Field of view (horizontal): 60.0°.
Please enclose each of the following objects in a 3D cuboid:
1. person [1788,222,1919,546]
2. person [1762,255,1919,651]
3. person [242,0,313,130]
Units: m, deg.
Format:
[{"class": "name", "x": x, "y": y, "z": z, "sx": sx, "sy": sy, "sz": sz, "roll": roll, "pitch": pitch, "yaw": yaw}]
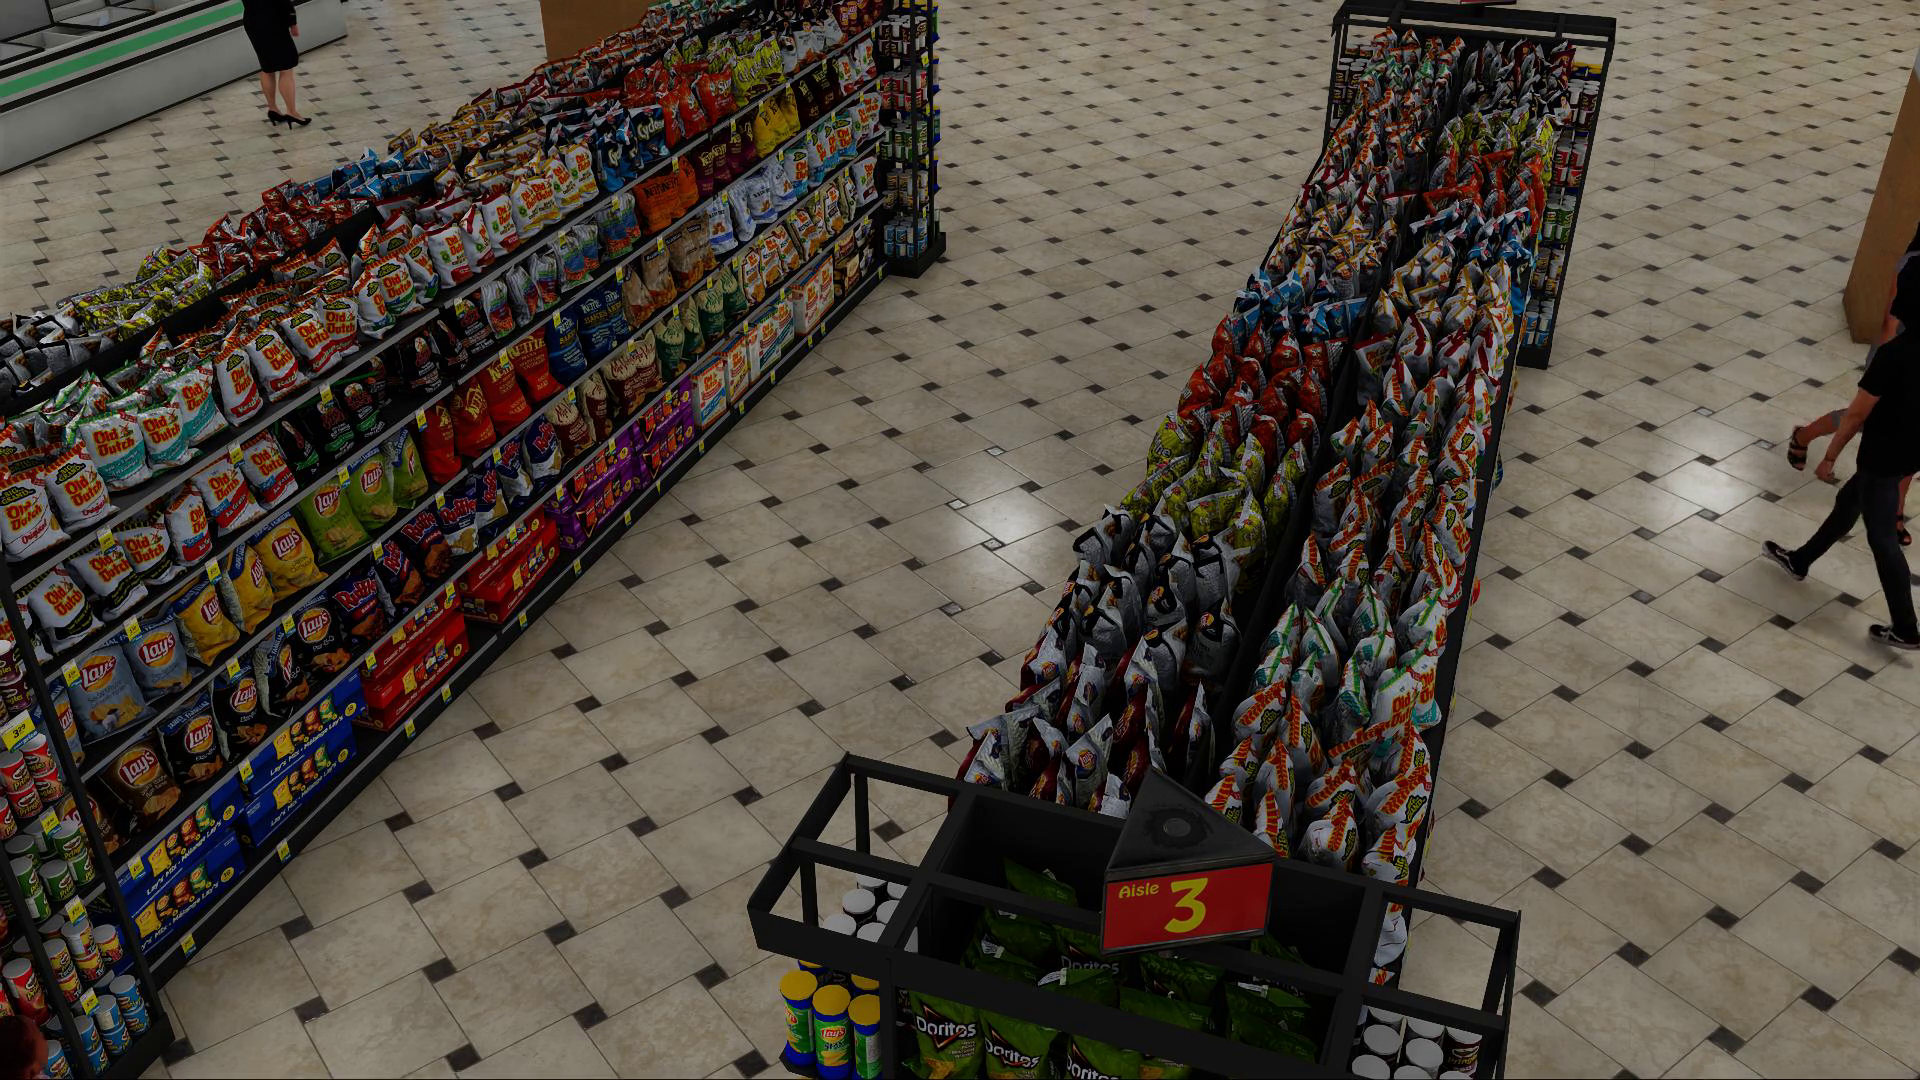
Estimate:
[{"class": "person", "x": 4.625, "y": -0.898, "z": 8.322, "sx": 1.040, "sy": 1.743, "sz": 1.176, "roll": -9, "pitch": 33, "yaw": -14}, {"class": "person", "x": 4.194, "y": -0.334, "z": 7.378, "sx": 1.163, "sy": 1.783, "sz": 1.237, "roll": -12, "pitch": 34, "yaw": -19}, {"class": "person", "x": -5.742, "y": -4.269, "z": 13.810, "sx": 0.715, "sy": 1.670, "sz": 0.657, "roll": 15, "pitch": 35, "yaw": 23}]
